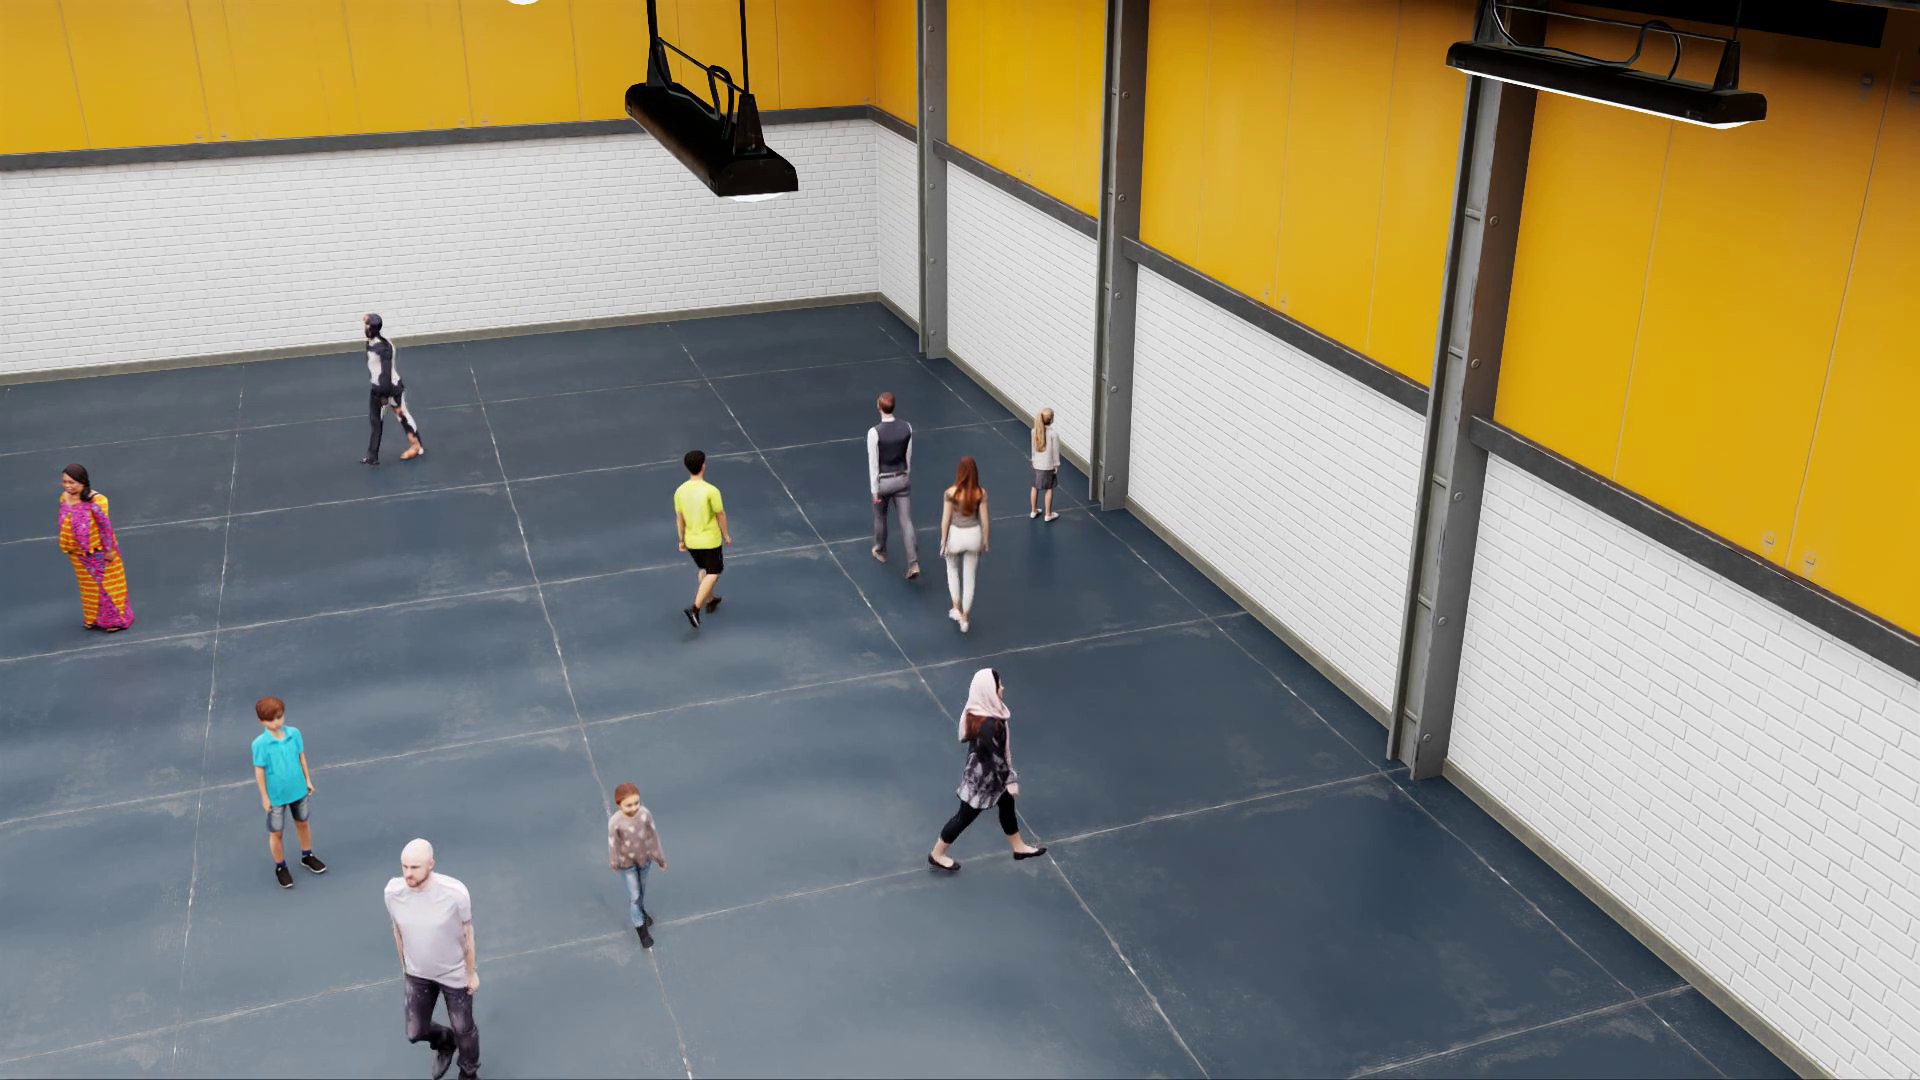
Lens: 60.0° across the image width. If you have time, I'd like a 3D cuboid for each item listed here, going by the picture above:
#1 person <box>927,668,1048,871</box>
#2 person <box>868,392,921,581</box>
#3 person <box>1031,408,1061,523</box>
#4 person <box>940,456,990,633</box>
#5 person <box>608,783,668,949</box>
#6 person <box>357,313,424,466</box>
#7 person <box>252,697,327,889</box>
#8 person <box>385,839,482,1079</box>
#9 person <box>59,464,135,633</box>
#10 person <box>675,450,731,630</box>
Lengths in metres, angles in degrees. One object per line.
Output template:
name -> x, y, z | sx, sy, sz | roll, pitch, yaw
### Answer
person -> 0.094, 1.695, 11.933 | 0.892, 1.592, 1.123 | -2, 24, -5
person -> -0.634, -0.531, 16.622 | 0.634, 1.914, 1.221 | -8, 25, -19
person -> 0.919, -0.837, 18.120 | 0.593, 1.275, 0.662 | 14, 27, 30
person -> 0.046, 0.069, 15.503 | 0.707, 1.711, 0.732 | -2, 24, -3
person -> -2.248, 2.153, 11.407 | 0.576, 1.174, 0.755 | -15, 28, -31
person -> -6.695, -1.791, 19.592 | 1.111, 1.844, 1.160 | -20, 31, -38
person -> -4.854, 1.771, 11.938 | 0.609, 1.448, 0.594 | 21, 31, 40
person -> -3.027, 2.488, 9.832 | 0.816, 1.821, 0.861 | 2, 24, 5
person -> -8.149, 0.049, 15.588 | 0.776, 1.679, 0.824 | 7, 24, 15
person -> -2.452, 0.014, 15.662 | 1.011, 1.684, 1.106 | 9, 25, 19
